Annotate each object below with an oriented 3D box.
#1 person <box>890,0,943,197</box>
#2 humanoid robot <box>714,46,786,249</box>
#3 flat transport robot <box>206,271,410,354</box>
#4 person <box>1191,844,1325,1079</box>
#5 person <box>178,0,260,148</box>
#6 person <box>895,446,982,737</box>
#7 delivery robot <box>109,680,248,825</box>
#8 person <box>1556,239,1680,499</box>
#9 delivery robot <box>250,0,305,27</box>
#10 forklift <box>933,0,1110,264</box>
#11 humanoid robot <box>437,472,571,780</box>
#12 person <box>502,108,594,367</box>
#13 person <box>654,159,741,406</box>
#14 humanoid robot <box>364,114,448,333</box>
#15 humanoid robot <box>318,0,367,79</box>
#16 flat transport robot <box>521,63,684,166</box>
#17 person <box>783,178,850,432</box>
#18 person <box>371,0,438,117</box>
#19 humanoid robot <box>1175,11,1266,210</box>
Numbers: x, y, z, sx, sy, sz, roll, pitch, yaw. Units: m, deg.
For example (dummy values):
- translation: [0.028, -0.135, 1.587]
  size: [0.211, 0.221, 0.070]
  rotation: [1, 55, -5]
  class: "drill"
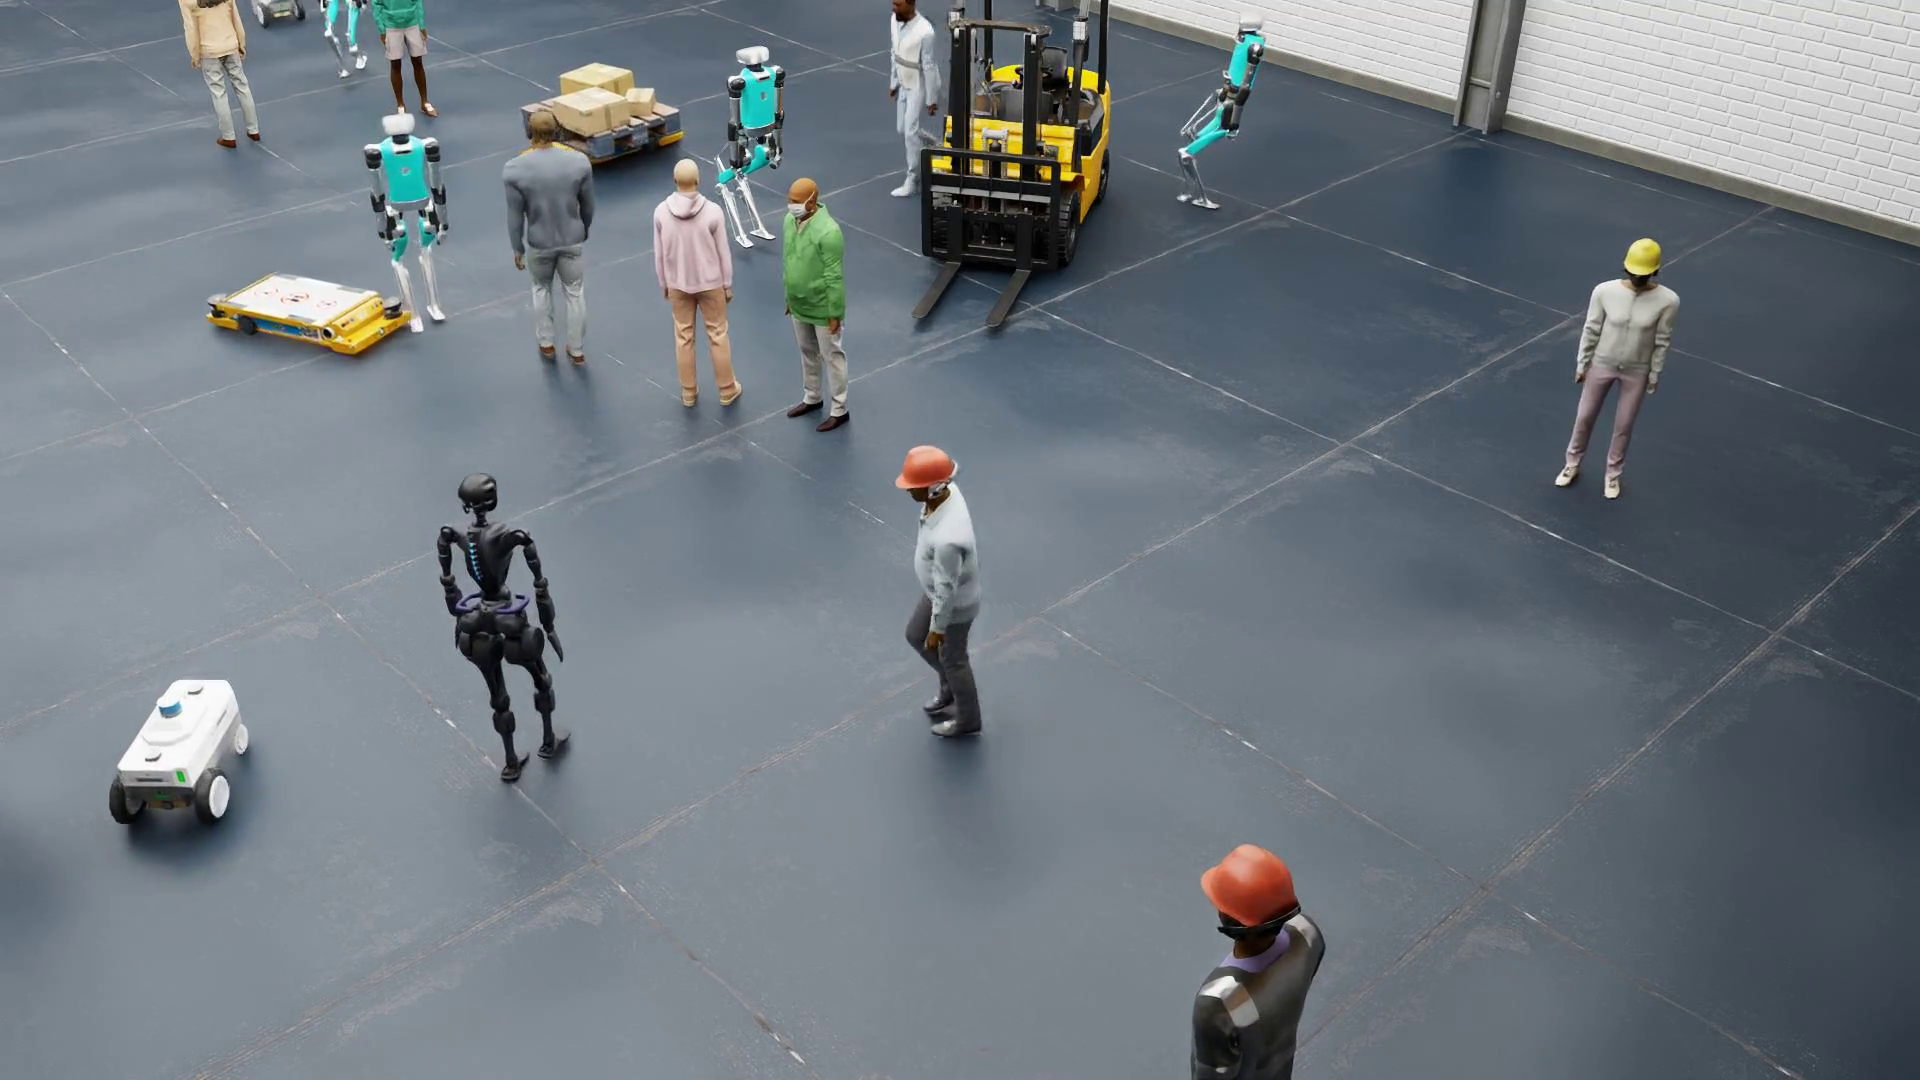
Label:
- translation: [-0.360, -4.073, 14.944]
  size: [0.626, 1.894, 0.614]
  rotation: [-17, 37, -24]
  class: "person"
- translation: [-1.797, -3.284, 13.755]
  size: [0.531, 1.673, 0.739]
  rotation: [-27, 41, -35]
  class: "humanoid robot"
- translation: [-5.060, -1.765, 12.886]
  size: [1.431, 0.231, 0.659]
  rotation: [13, 35, 19]
  class: "flat transport robot"
- translation: [0.929, 1.847, 5.710]
  size: [0.391, 2.041, 0.612]
  rotation: [27, 42, 35]
  class: "person"
- translation: [-7.103, -4.707, 15.935]
  size: [0.405, 1.876, 0.564]
  rotation: [27, 42, 35]
  class: "person"
- translation: [-0.085, 0.268, 8.421]
  size: [0.460, 1.725, 0.625]
  rotation: [-2, 33, -3]
  class: "person"
- translation: [-3.887, 1.059, 8.301]
  size: [0.499, 0.614, 0.804]
  rotation: [0, 33, 0]
  class: "delivery robot"
- translation: [4.148, -1.075, 10.464]
  size: [0.522, 1.757, 0.349]
  rotation: [12, 35, 18]
  class: "person"
- translation: [-8.211, -6.468, 19.863]
  size: [0.499, 0.607, 0.790]
  rotation: [-23, 40, -31]
  class: "delivery robot"
- translation: [0.570, -3.725, 14.138]
  size: [1.214, 2.155, 2.313]
  rotation: [9, 34, 13]
  class: "forklift"
- translation: [-2.269, 0.438, 8.217]
  size: [0.586, 1.643, 0.401]
  rotation: [5, 33, 7]
  class: "humanoid robot"
- translation: [-2.938, -2.192, 12.038]
  size: [0.635, 1.921, 0.607]
  rotation: [-10, 34, -15]
  class: "person"
- translation: [-1.825, -1.745, 11.466]
  size: [0.522, 1.783, 0.407]
  rotation: [1, 33, 2]
  class: "person"
- translation: [-4.147, -2.433, 12.554]
  size: [0.551, 1.744, 0.830]
  rotation: [-13, 35, -19]
  class: "humanoid robot"
- translation: [-6.567, -5.683, 17.594]
  size: [0.550, 1.759, 1.033]
  rotation: [-3, 33, -5]
  class: "humanoid robot"
- translation: [-3.451, -3.868, 16.119]
  size: [0.659, 0.231, 1.431]
  rotation: [27, 42, 35]
  class: "flat transport robot"
- translation: [-0.987, -1.597, 11.248]
  size: [0.547, 1.779, 0.386]
  rotation: [26, 41, 34]
  class: "person"
- translation: [-5.596, -5.149, 16.639]
  size: [0.491, 1.849, 0.397]
  rotation: [-17, 37, -24]
  class: "person"
- translation: [2.181, -3.707, 14.540]
  size: [0.834, 1.798, 0.598]
  rotation: [-2, 33, -3]
  class: "humanoid robot"
